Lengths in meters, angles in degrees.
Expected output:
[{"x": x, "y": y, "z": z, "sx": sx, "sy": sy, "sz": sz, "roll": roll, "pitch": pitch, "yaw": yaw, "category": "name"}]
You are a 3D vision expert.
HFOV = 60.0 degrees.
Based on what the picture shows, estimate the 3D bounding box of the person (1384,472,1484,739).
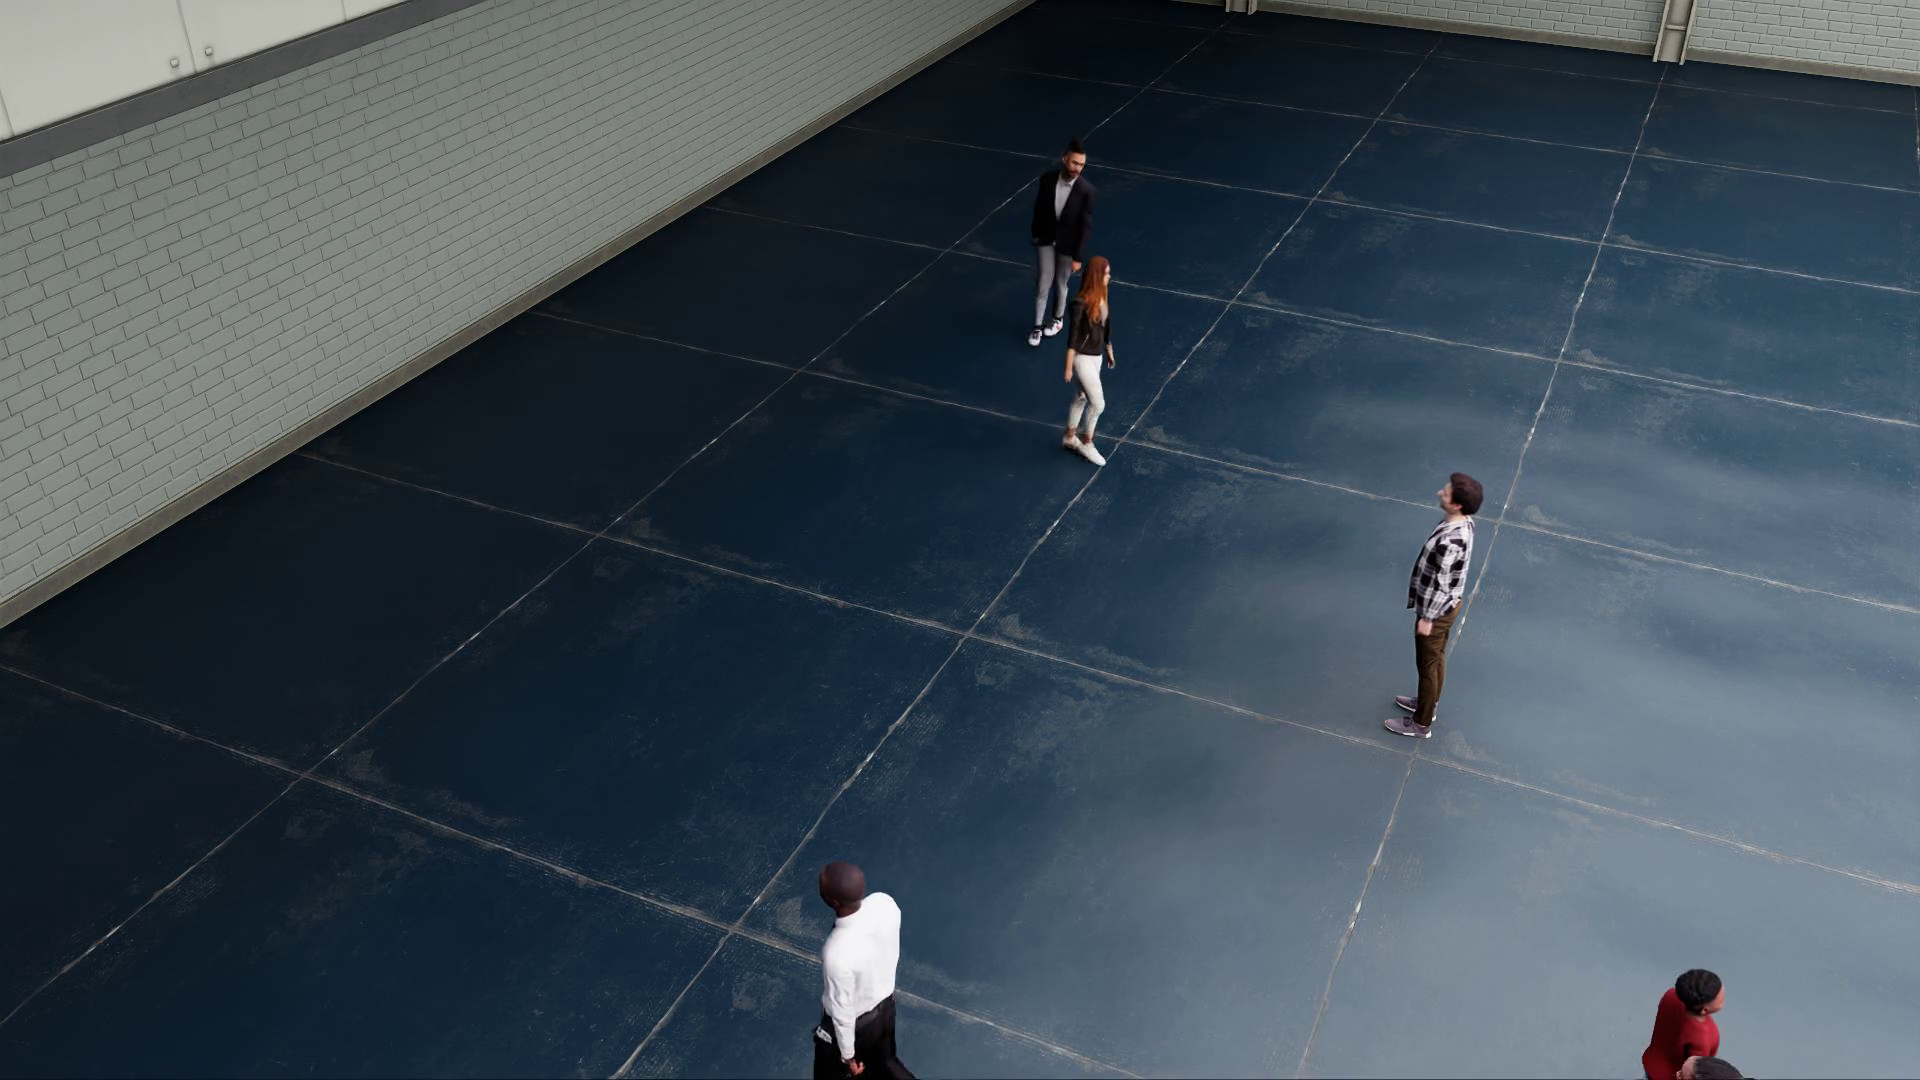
[{"x": 2.853, "y": 0.383, "z": 9.912, "sx": 0.537, "sy": 1.809, "sz": 0.631, "roll": 16, "pitch": 36, "yaw": 23, "category": "person"}]

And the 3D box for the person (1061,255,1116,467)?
[{"x": 0.907, "y": -1.419, "z": 12.880, "sx": 0.710, "sy": 1.690, "sz": 0.651, "roll": 18, "pitch": 37, "yaw": 26, "category": "person"}]

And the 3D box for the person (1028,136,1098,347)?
[{"x": 0.878, "y": -2.655, "z": 14.635, "sx": 0.809, "sy": 1.908, "sz": 0.872, "roll": 18, "pitch": 36, "yaw": 26, "category": "person"}]

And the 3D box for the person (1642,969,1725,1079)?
[{"x": 3.080, "y": 2.346, "z": 7.330, "sx": 0.786, "sy": 1.245, "sz": 0.697, "roll": -4, "pitch": 32, "yaw": -7, "category": "person"}]

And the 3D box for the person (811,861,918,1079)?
[{"x": -0.348, "y": 2.120, "z": 7.158, "sx": 1.132, "sy": 1.810, "sz": 0.767, "roll": 20, "pitch": 37, "yaw": 28, "category": "person"}]
